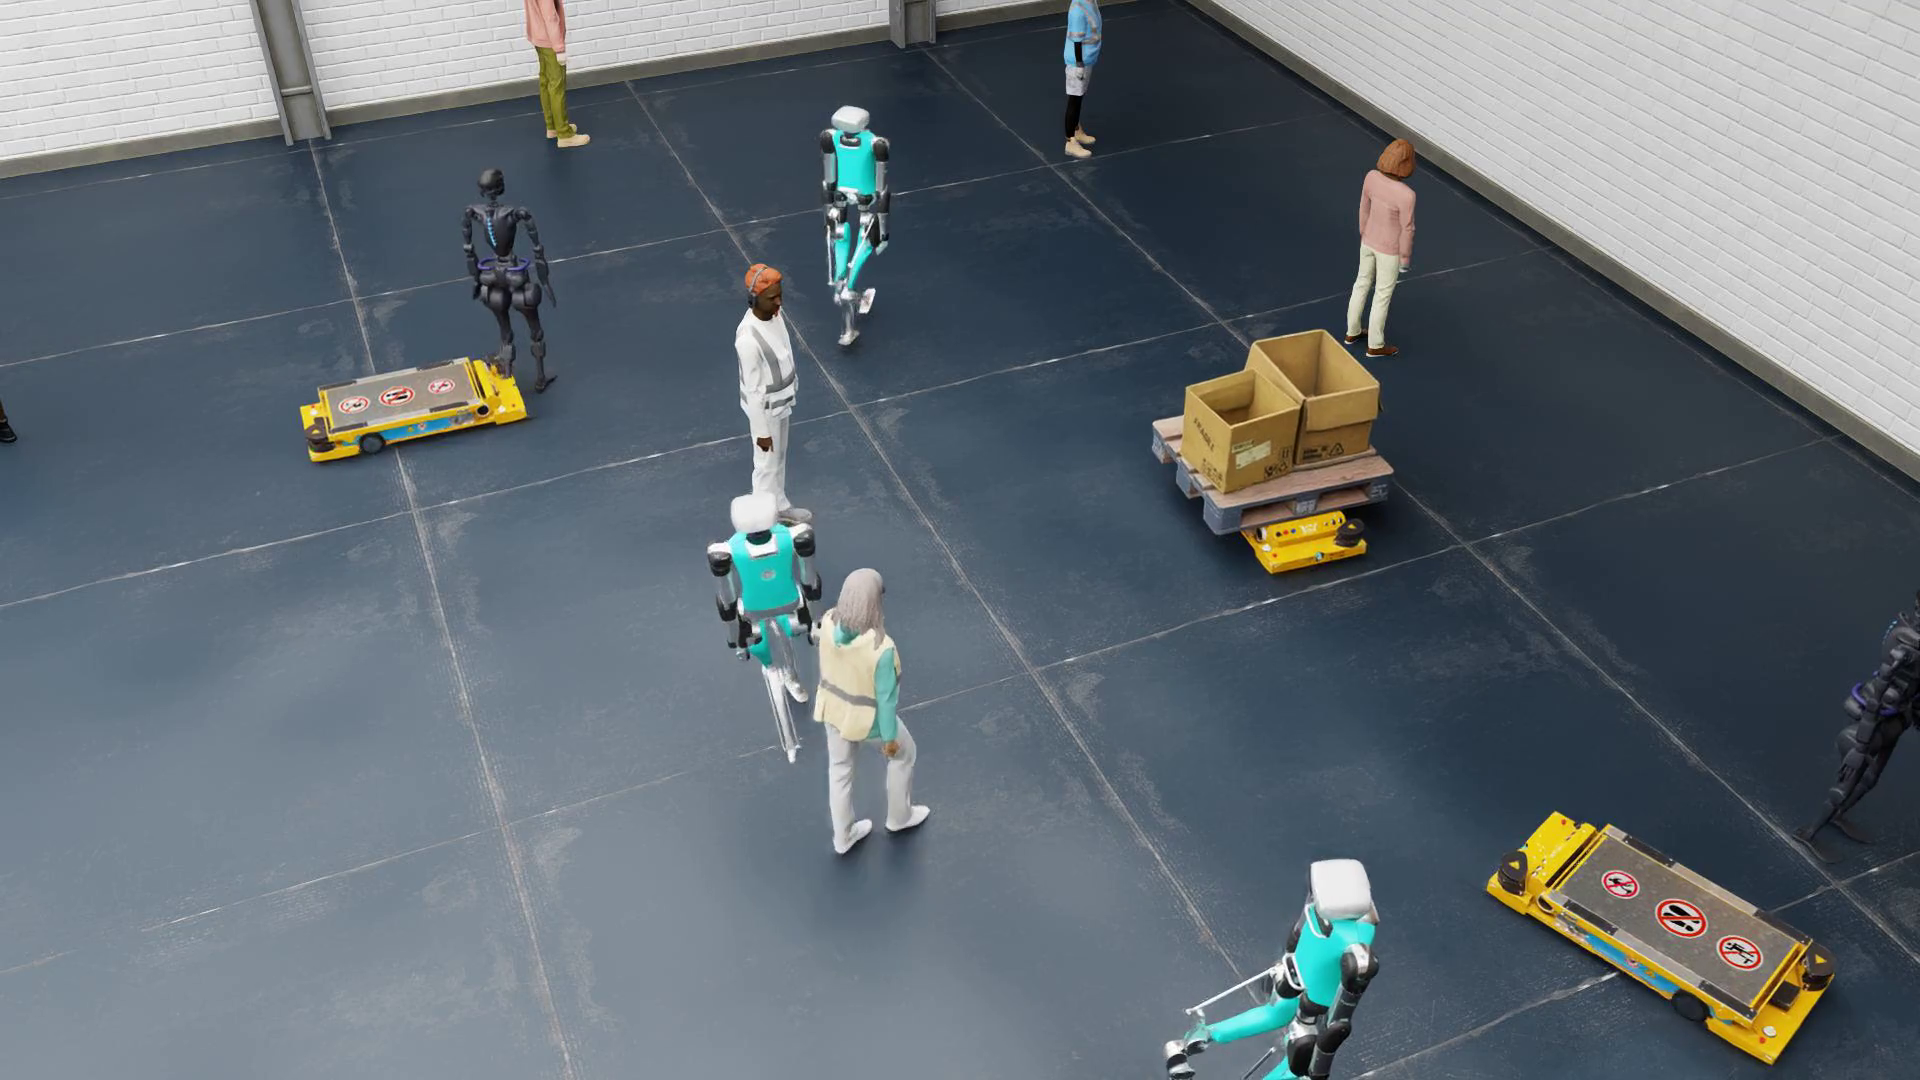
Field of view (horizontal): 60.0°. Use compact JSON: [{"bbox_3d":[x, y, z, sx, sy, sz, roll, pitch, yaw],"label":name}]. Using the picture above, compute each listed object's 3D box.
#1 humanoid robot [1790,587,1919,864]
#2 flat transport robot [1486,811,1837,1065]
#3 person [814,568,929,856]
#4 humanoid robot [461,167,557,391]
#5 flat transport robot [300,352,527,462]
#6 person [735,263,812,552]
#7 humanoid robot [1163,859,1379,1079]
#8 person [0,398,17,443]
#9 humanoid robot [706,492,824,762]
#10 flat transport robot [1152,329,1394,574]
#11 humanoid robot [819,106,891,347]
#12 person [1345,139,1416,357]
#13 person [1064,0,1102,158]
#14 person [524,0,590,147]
[{"bbox_3d":[4.443,0.871,7.980,0.590,1.655,0.327,-24,43,-28],"label":"humanoid robot"},{"bbox_3d":[3.315,1.826,7.897,1.431,0.231,0.659,31,47,34],"label":"flat transport robot"},{"bbox_3d":[-0.418,0.804,8.051,0.478,1.685,0.640,24,44,28],"label":"person"},{"bbox_3d":[-3.106,-1.742,11.412,0.602,1.670,0.411,5,38,6],"label":"humanoid robot"},{"bbox_3d":[-3.779,-0.923,11.475,1.431,0.231,0.659,-14,40,-18],"label":"flat transport robot"},{"bbox_3d":[-1.129,-0.796,9.985,0.349,1.882,0.582,5,38,6],"label":"person"},{"bbox_3d":[1.136,1.944,6.595,1.043,1.786,0.547,-4,38,-6],"label":"humanoid robot"},{"bbox_3d":[-6.611,-1.361,10.679,0.372,1.934,0.545,8,38,10],"label":"person"},{"bbox_3d":[-0.985,0.317,8.687,0.556,1.772,0.956,-4,38,-5],"label":"humanoid robot"},{"bbox_3d":[1.981,-0.327,10.699,0.659,0.231,1.431,-12,39,-15],"label":"flat transport robot"},{"bbox_3d":[-0.818,-2.160,11.874,0.539,1.738,0.999,15,40,18],"label":"humanoid robot"},{"bbox_3d":[3.022,-2.082,11.861,0.288,1.633,0.498,-21,42,-25],"label":"person"},{"bbox_3d":[1.075,-4.223,14.595,0.318,1.699,0.532,8,38,10],"label":"person"},{"bbox_3d":[-3.634,-4.398,14.712,0.375,1.837,0.519,-20,42,-24],"label":"person"}]
